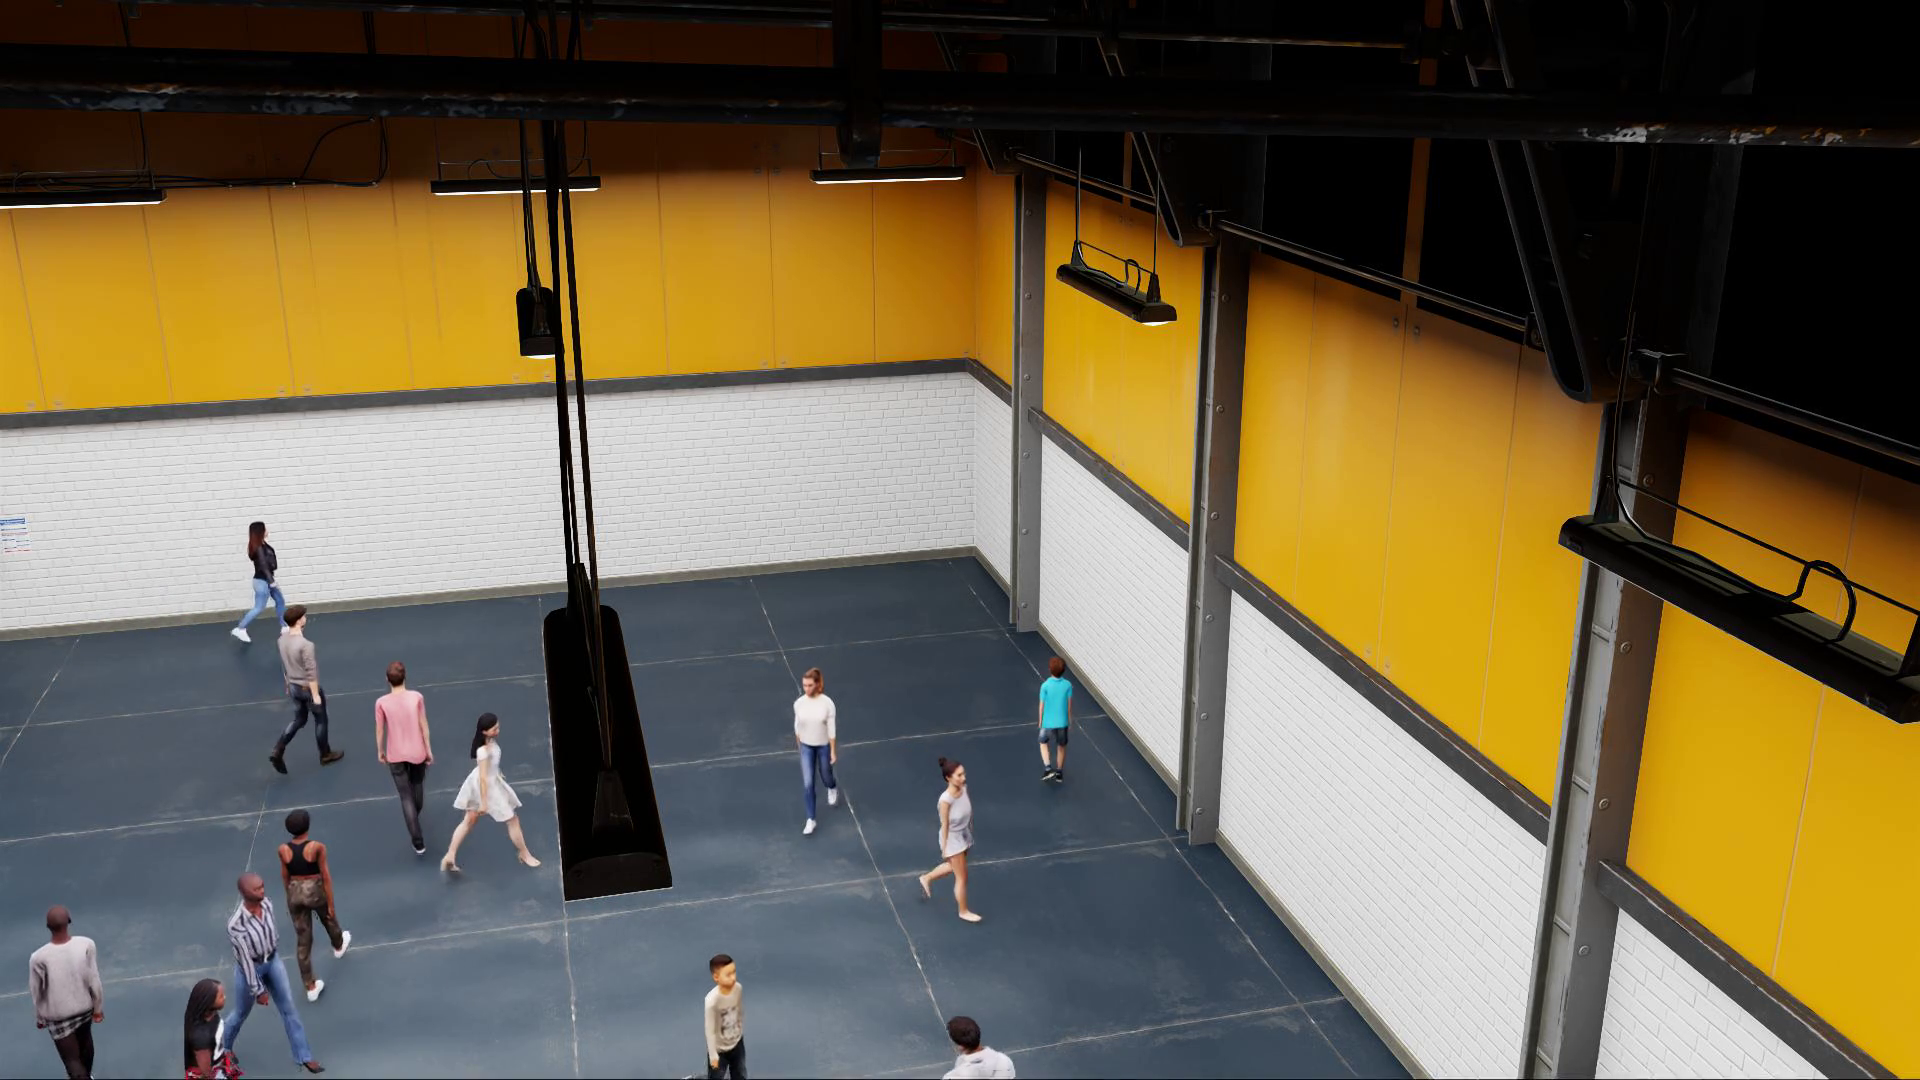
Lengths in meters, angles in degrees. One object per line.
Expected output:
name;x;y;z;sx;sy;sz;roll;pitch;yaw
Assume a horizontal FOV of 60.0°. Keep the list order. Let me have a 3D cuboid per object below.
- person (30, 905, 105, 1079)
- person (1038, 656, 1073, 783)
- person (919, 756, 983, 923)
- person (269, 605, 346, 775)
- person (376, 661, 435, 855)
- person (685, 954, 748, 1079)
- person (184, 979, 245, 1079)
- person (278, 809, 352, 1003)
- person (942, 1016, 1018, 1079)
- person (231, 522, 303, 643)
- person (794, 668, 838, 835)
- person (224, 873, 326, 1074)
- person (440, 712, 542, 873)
person;-6.683;3.604;12.535;0.978;1.740;1.216;-17;25;-41
person;1.042;1.954;17.902;0.536;1.442;0.590;-3;19;-10
person;-0.109;2.742;15.338;0.968;1.584;0.939;9;21;26
person;-7.206;1.657;18.096;1.126;1.881;1.173;11;22;30
person;-5.478;2.188;16.481;0.816;1.904;1.275;-9;21;-24
person;-1.817;3.770;12.499;0.973;1.447;0.848;14;23;36
person;-5.393;3.879;11.782;0.736;1.699;0.802;-8;20;-22
person;-5.550;3.120;14.098;0.740;1.660;1.132;-1;19;-3
person;0.245;4.064;10.992;0.930;1.854;1.222;-6;20;-18
person;-9.177;0.576;21.747;0.790;1.598;1.051;-8;20;-22
person;-1.442;2.112;17.026;0.877;1.701;1.091;3;19;10
person;-5.594;3.430;13.055;1.118;1.737;1.194;6;20;18
person;-4.605;2.473;15.928;0.756;1.718;1.098;-7;20;-20
